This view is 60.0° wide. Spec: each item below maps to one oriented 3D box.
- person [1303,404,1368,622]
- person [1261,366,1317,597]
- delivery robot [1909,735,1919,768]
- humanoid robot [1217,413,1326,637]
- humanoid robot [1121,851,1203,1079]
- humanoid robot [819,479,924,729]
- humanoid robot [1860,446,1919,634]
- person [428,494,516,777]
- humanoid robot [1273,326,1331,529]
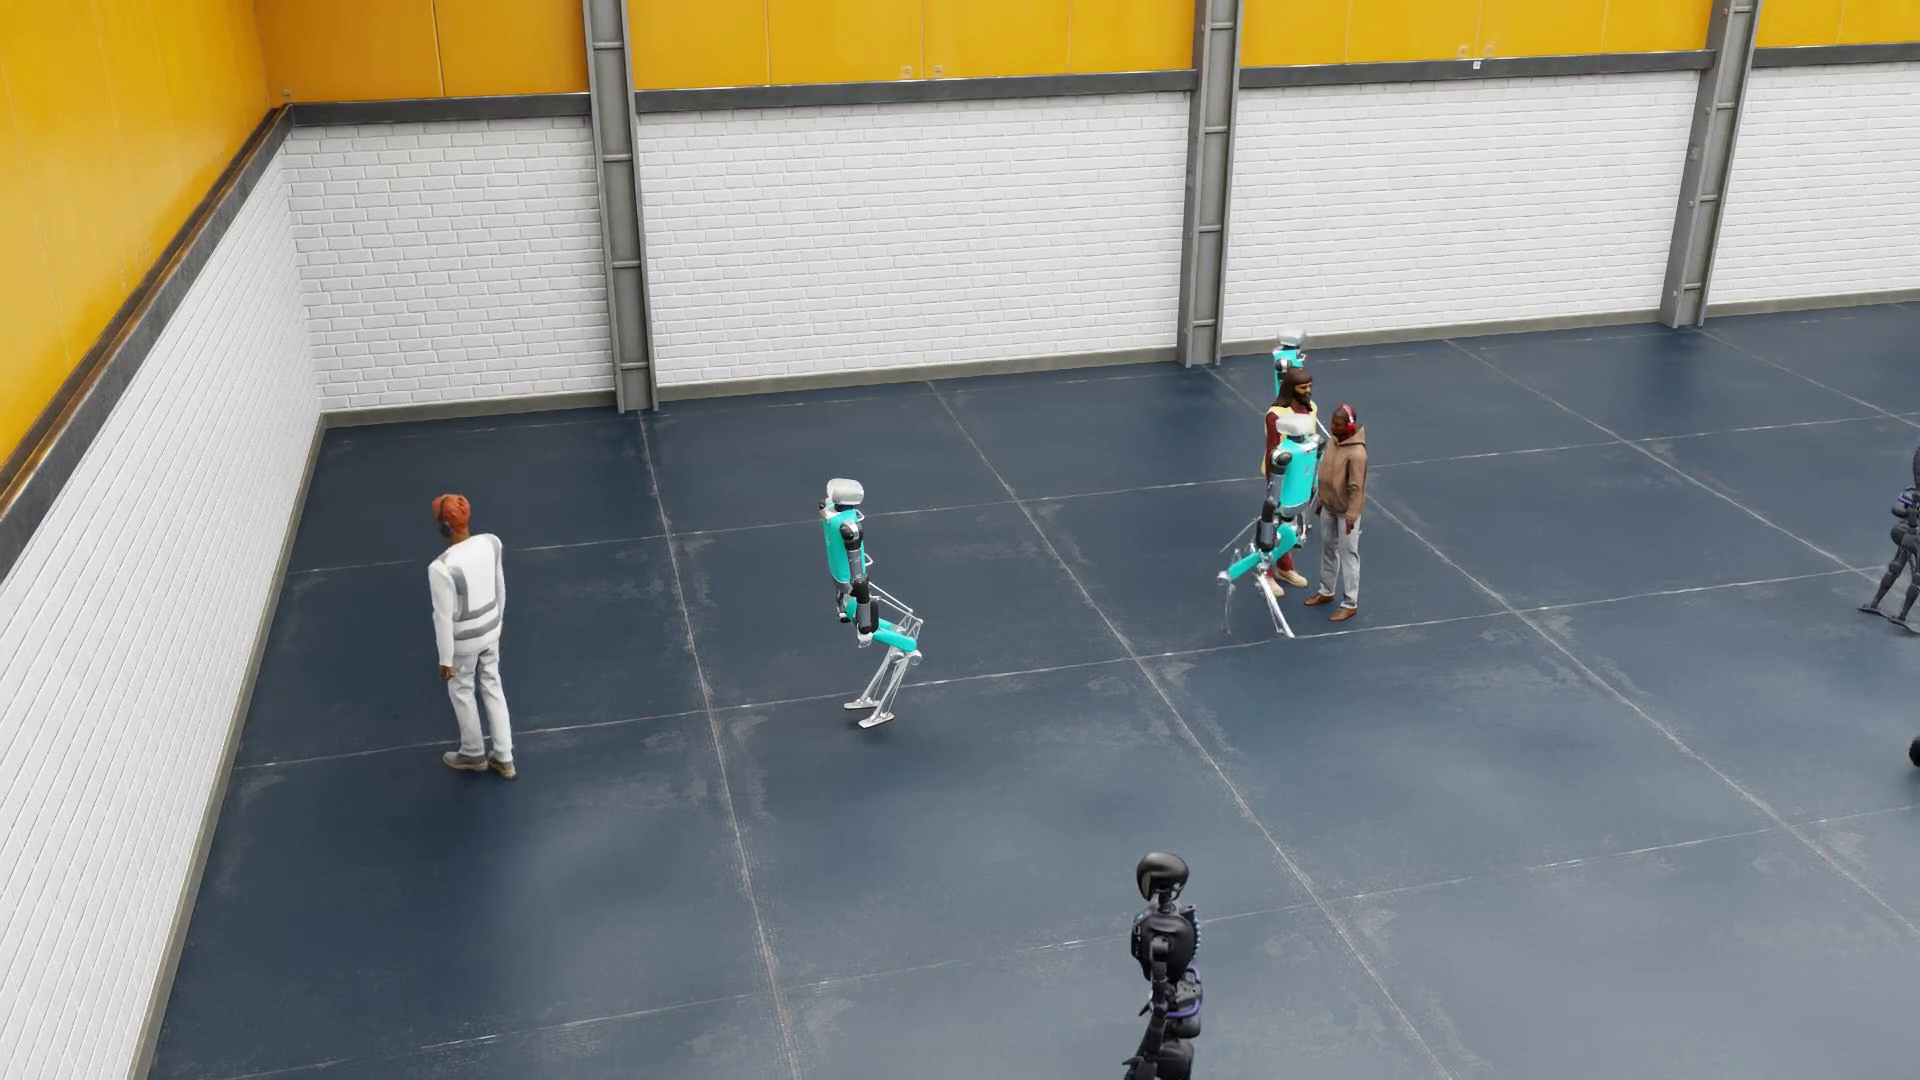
[{"bbox_3d":[2.781,-0.214,12.140,0.309,1.644,0.453,-10,26,-22],"label":"person"},{"bbox_3d":[2.467,-0.459,12.542,0.466,1.768,0.378,-17,29,-34],"label":"person"},{"bbox_3d":[6.236,1.296,10.051,0.782,0.586,0.499,4,24,10],"label":"delivery robot"},{"bbox_3d":[2.116,-0.083,11.821,0.537,1.828,0.807,-21,31,-40],"label":"humanoid robot"},{"bbox_3d":[0.854,2.032,7.053,0.774,1.623,0.584,4,24,9],"label":"humanoid robot"},{"bbox_3d":[-0.501,0.376,10.519,0.735,1.677,0.533,-9,25,-20],"label":"humanoid robot"},{"bbox_3d":[6.926,-0.149,11.964,0.581,1.641,0.601,21,31,39],"label":"humanoid robot"},{"bbox_3d":[-2.981,0.578,10.055,0.525,1.875,0.606,12,27,26],"label":"person"},{"bbox_3d":[2.903,-0.785,13.410,0.855,1.859,0.547,8,25,17],"label":"humanoid robot"}]
